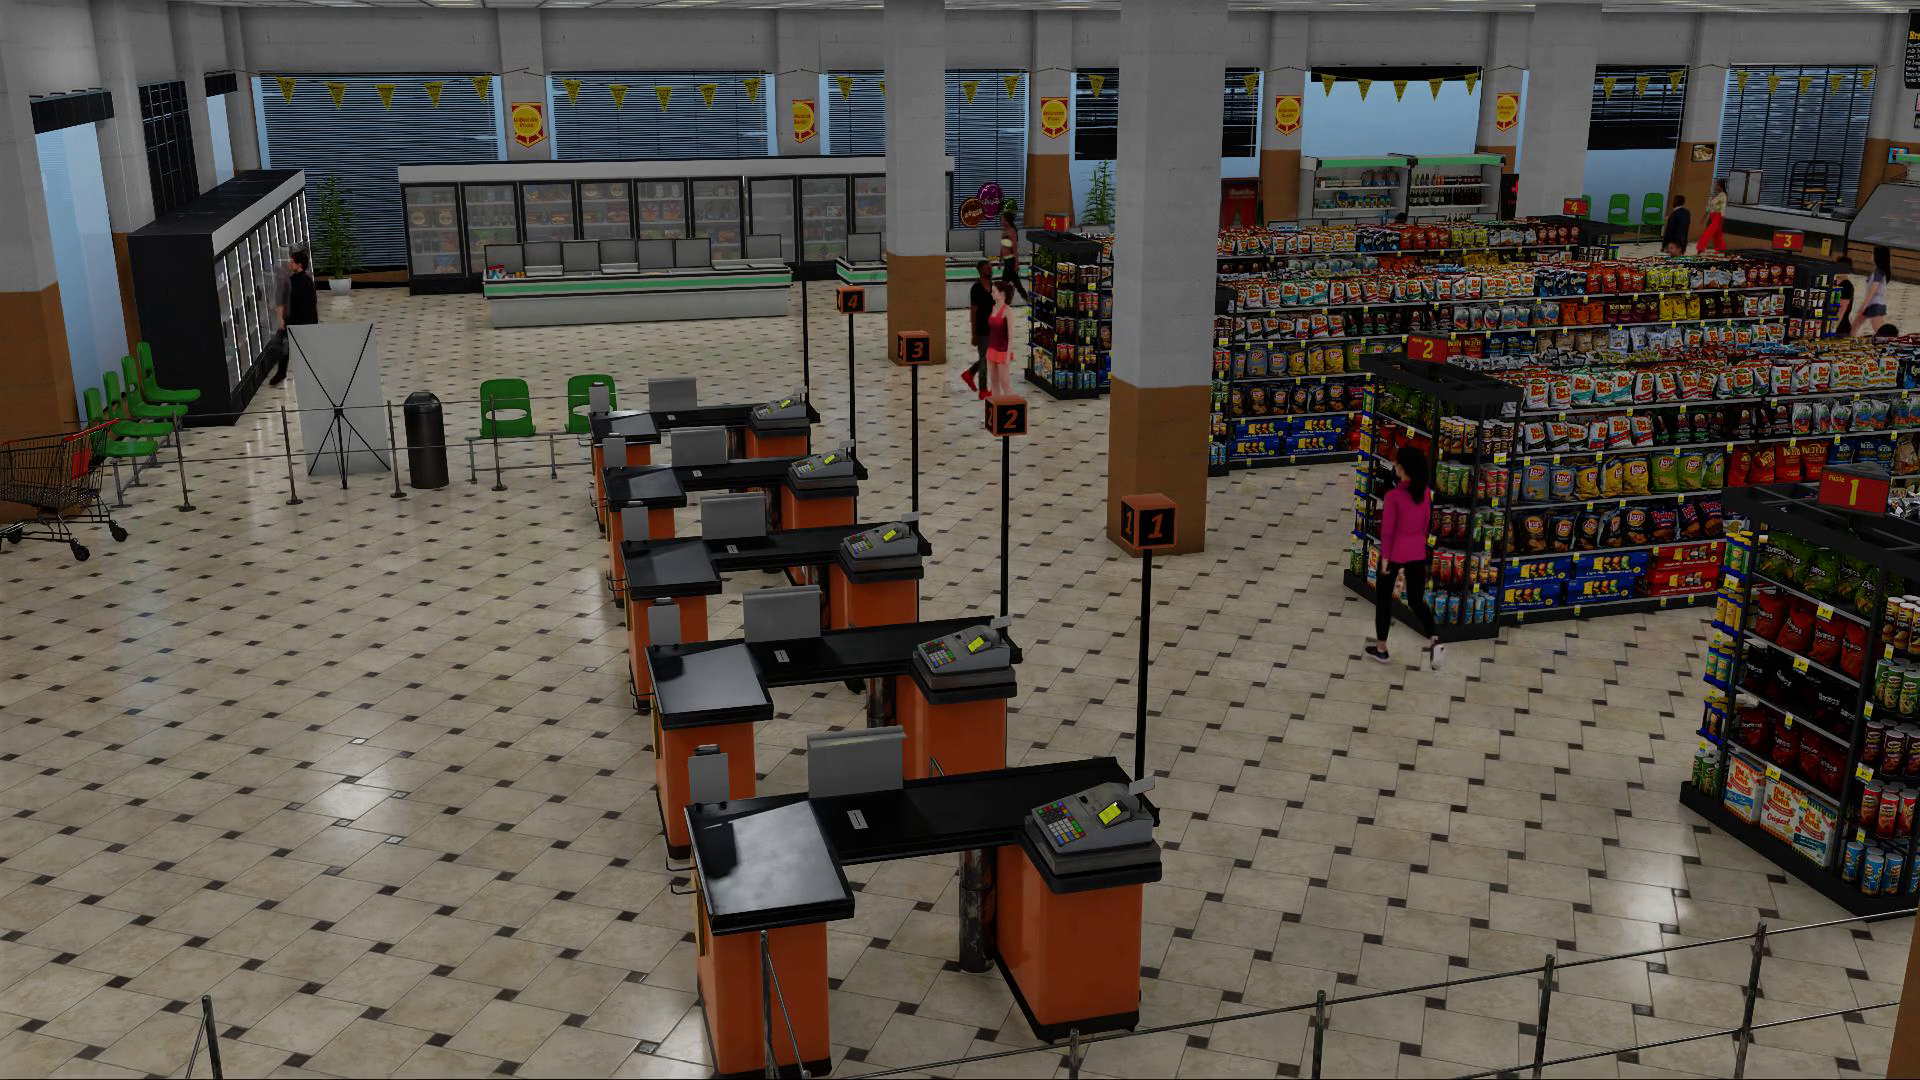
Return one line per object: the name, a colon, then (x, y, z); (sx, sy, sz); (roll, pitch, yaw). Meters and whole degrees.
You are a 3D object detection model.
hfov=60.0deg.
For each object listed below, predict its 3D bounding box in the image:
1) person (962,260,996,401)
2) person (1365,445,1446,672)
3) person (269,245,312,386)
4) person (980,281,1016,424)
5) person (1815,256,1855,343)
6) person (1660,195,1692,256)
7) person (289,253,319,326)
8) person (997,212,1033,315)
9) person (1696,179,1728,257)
person: (0.245, -2.694, 21.345); (0.991, 1.792, 0.943); (11, 20, 33)
person: (3.295, 0.163, 12.133); (0.942, 1.678, 0.678); (-6, 18, -19)
person: (-8.834, -2.948, 22.042); (1.049, 1.875, 1.089); (-14, 22, -39)
person: (0.483, -2.239, 19.923); (0.626, 1.749, 0.631); (-10, 20, -31)
person: (11.264, -2.676, 21.204); (1.075, 1.841, 0.895); (1, 17, 3)
person: (12.781, -5.201, 29.593); (1.097, 1.798, 0.997); (-12, 21, -35)
person: (-8.518, -2.821, 21.685); (0.632, 1.839, 0.753); (-8, 19, -24)
person: (0.928, -4.539, 27.575); (1.175, 1.704, 0.648); (-6, 18, -18)
person: (15.267, -6.328, 33.394); (1.143, 1.747, 0.841); (2, 17, 6)
